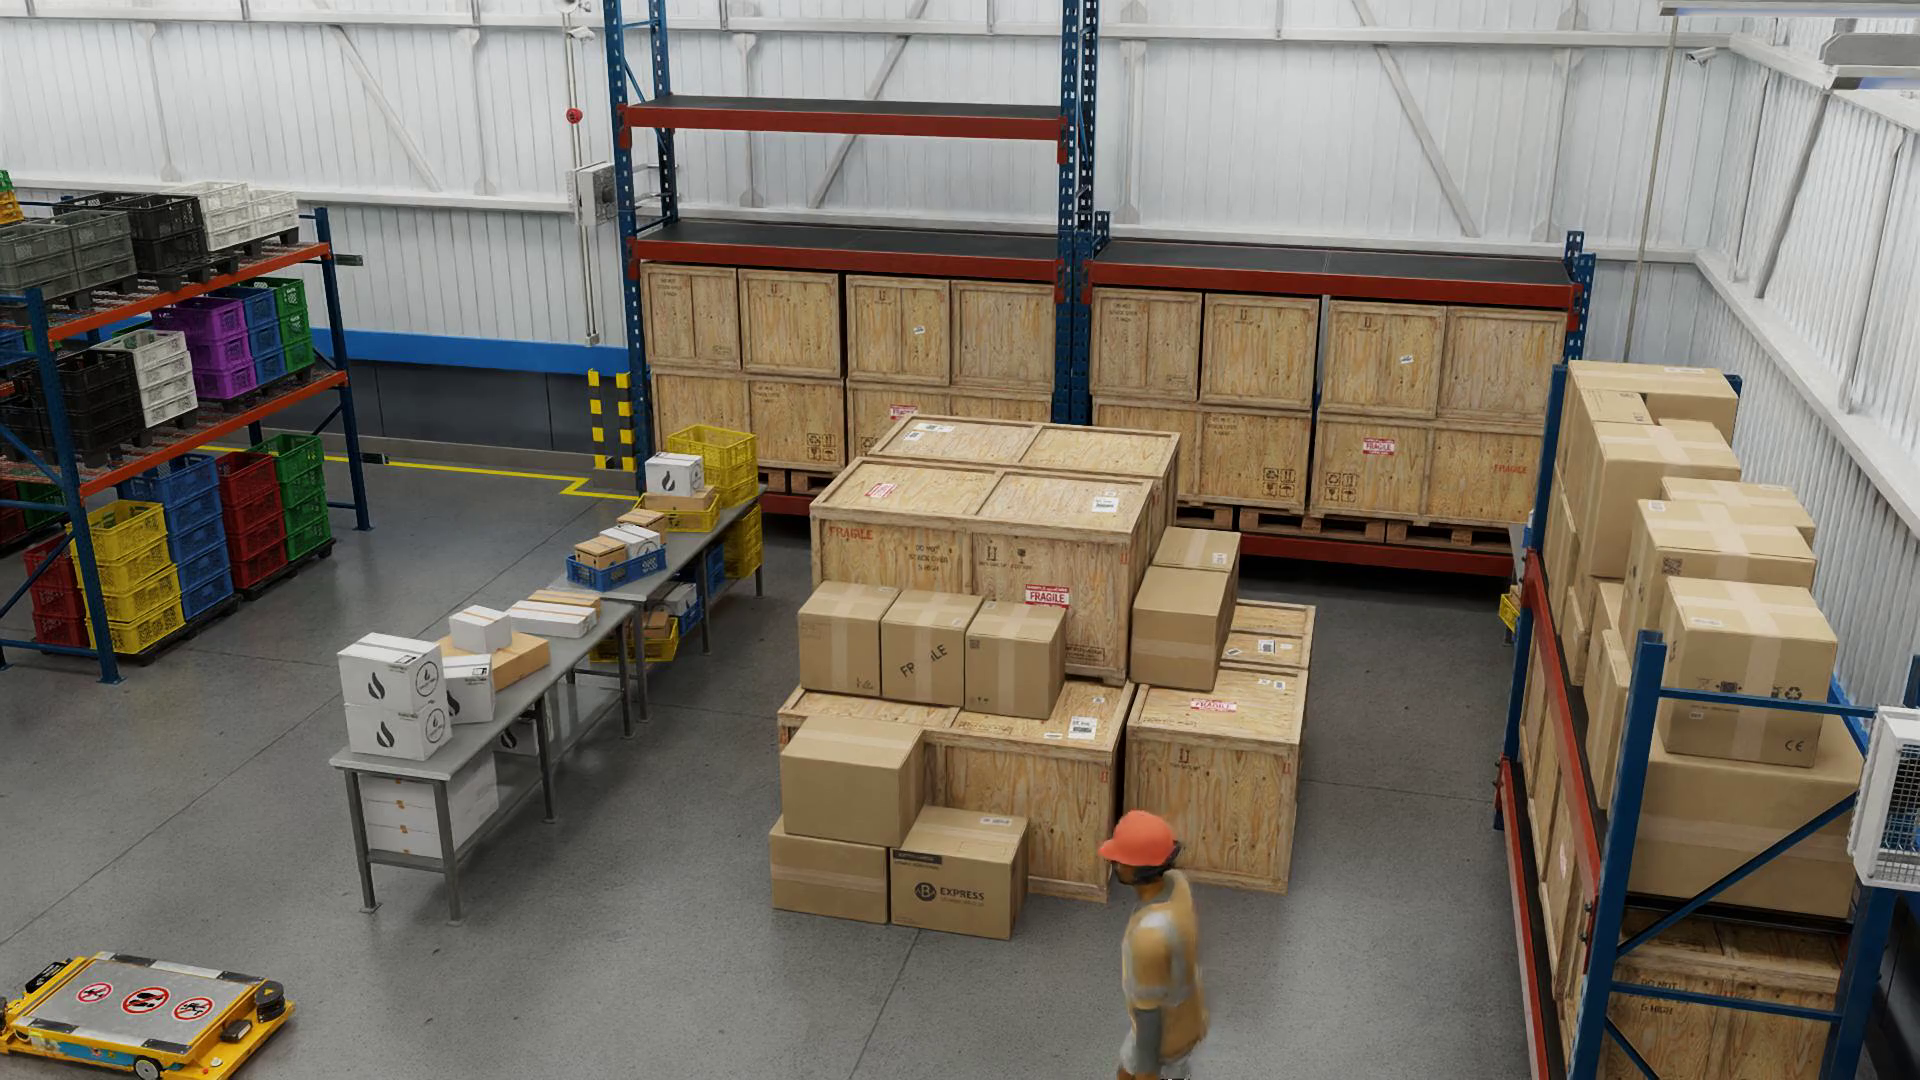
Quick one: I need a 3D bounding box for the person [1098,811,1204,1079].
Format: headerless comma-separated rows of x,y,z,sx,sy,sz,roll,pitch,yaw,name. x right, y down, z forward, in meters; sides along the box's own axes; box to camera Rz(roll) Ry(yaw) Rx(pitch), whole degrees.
0.847,2.079,7.189,0.566,2.009,0.610,4,21,11,person

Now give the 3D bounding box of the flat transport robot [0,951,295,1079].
-4.270,2.464,8.601,1.431,0.231,0.659,5,22,13,flat transport robot
